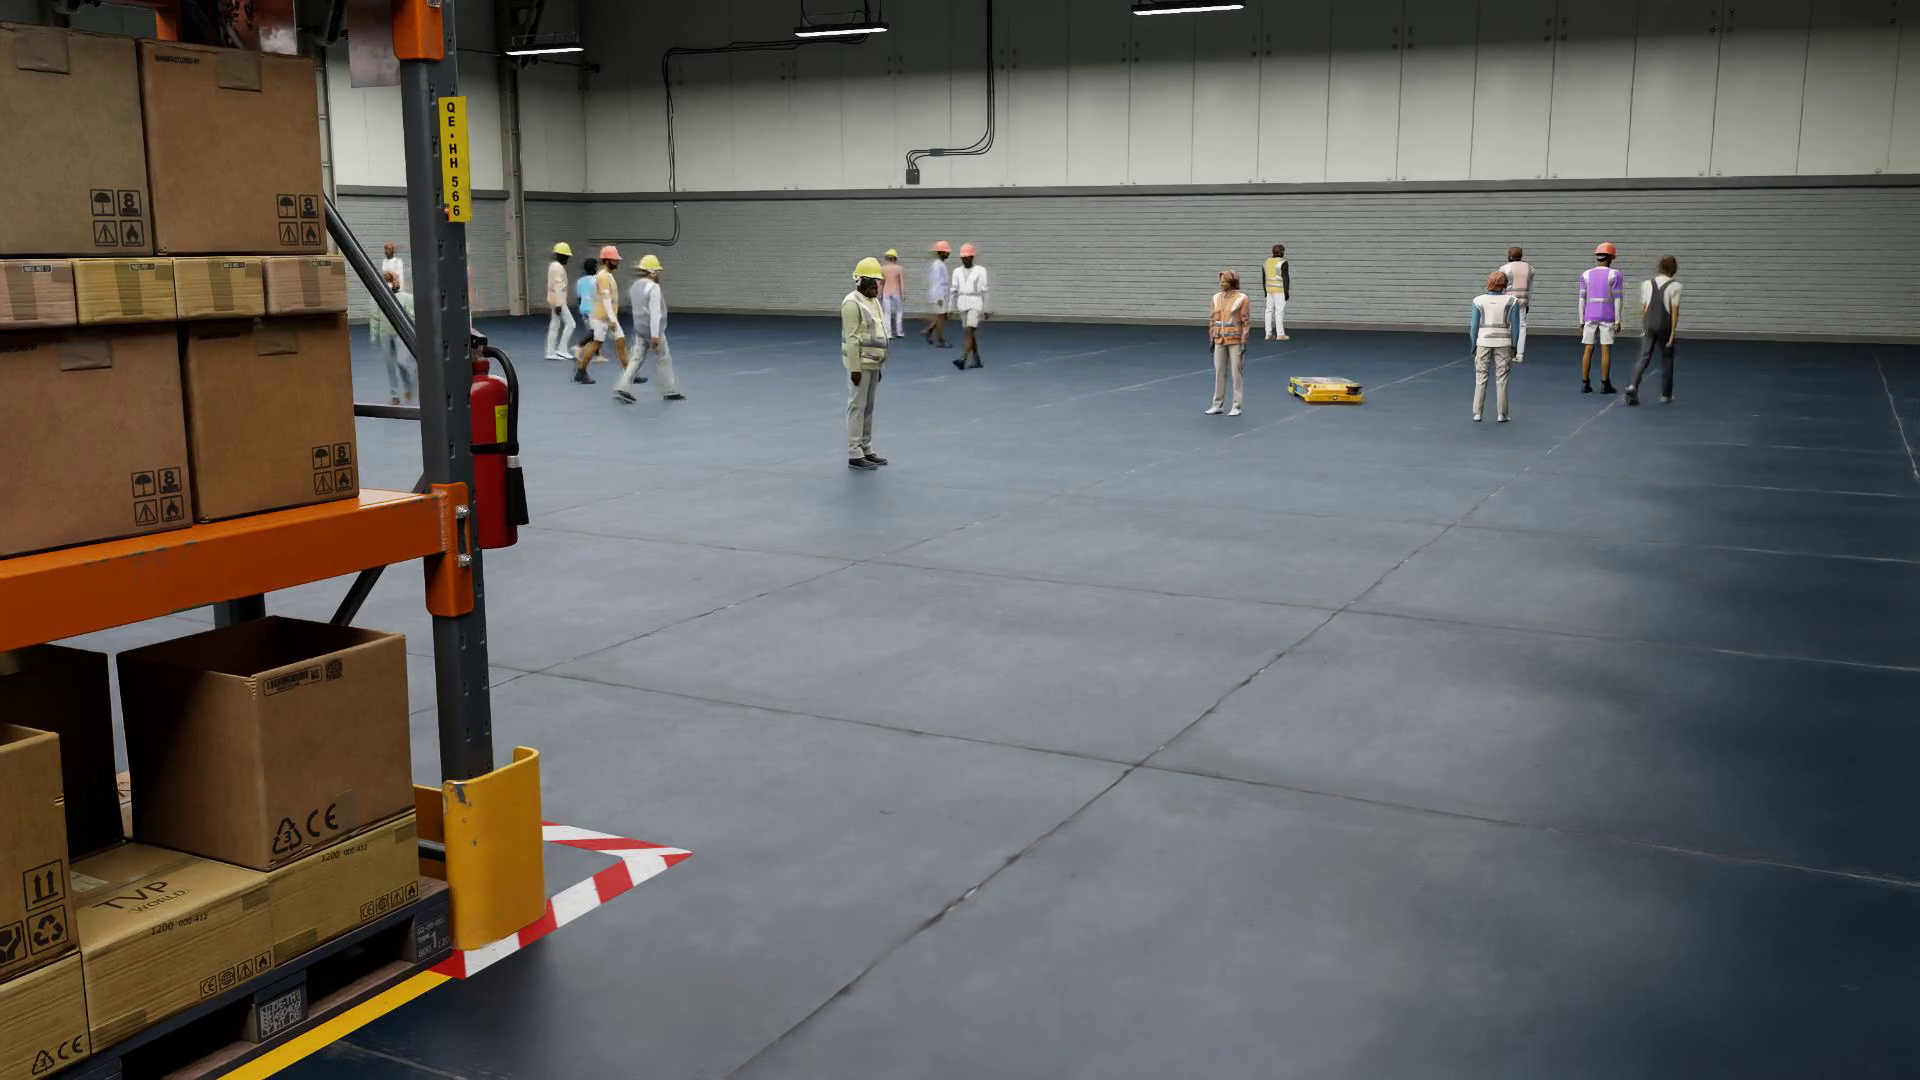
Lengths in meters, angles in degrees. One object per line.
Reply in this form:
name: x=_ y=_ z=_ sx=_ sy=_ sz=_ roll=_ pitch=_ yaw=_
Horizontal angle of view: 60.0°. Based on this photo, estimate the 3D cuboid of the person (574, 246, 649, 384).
person: x=-4.823 y=-3.053 z=22.638 sx=1.005 sy=1.886 sz=0.563 roll=0 pitch=10 yaw=1

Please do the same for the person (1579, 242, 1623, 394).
person: x=8.221 y=-2.840 z=21.340 sx=0.543 sy=1.928 sz=0.373 roll=9 pitch=13 yaw=39

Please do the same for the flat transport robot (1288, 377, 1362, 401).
flat transport robot: x=4.517 y=-1.878 z=20.616 sx=0.652 sy=0.197 sz=1.431 roll=0 pitch=10 yaw=2

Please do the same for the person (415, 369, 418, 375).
person: x=-7.241 y=-3.258 z=23.586 sx=0.609 sy=1.940 sz=1.029 roll=8 pitch=13 yaw=36

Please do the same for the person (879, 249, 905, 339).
person: x=-1.296 y=-4.810 z=32.561 sx=0.553 sy=1.737 sz=0.737 roll=3 pitch=11 yaw=14

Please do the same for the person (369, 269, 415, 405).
person: x=-6.740 y=-2.399 z=19.760 sx=0.513 sy=1.619 sz=0.364 roll=0 pitch=10 yaw=1

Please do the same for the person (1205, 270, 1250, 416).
person: x=3.025 y=-2.210 z=18.700 sx=0.315 sy=1.636 sz=0.515 roll=-10 pitch=15 yaw=-44

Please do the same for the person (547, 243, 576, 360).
person: x=-6.468 y=-3.856 z=26.947 sx=0.583 sy=1.896 sz=0.720 roll=-4 pitch=11 yaw=-20

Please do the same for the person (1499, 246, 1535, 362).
person: x=8.824 y=-3.755 z=26.562 sx=0.621 sy=1.845 sz=0.429 roll=-3 pitch=11 yaw=-15

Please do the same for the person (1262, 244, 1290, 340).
person: x=6.174 y=-4.820 z=32.373 sx=0.430 sy=1.845 sz=0.619 roll=-8 pitch=13 yaw=-36

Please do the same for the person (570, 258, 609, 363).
person: x=-5.859 y=-3.593 z=26.139 sx=0.531 sy=1.675 sz=0.717 roll=9 pitch=13 yaw=39

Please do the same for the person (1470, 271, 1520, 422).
person: x=5.793 y=-2.091 z=18.041 sx=0.518 sy=1.640 sz=0.307 roll=5 pitch=11 yaw=24

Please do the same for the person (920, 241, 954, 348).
person: x=-0.393 y=-4.398 z=29.850 sx=0.543 sy=1.926 sz=0.547 roll=2 pitch=11 yaw=9

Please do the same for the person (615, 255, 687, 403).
person: x=-3.787 y=-2.539 z=20.074 sx=0.910 sy=1.795 sz=0.604 roll=-9 pitch=14 yaw=-40

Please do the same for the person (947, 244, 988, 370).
person: x=0.096 y=-3.511 z=25.109 sx=0.572 sy=1.878 sz=1.005 roll=5 pitch=12 yaw=27

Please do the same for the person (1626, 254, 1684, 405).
person: x=8.339 y=-2.514 z=19.907 sx=0.516 sy=1.813 sz=0.908 roll=10 pitch=15 yaw=44

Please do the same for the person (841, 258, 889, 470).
person: x=-0.816 y=-1.535 z=14.497 sx=0.404 sy=1.828 sz=0.591 roll=3 pitch=11 yaw=18

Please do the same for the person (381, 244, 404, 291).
person: x=-12.057 y=-5.394 z=35.497 sx=0.585 sy=1.852 sz=0.926 roll=4 pitch=11 yaw=22
